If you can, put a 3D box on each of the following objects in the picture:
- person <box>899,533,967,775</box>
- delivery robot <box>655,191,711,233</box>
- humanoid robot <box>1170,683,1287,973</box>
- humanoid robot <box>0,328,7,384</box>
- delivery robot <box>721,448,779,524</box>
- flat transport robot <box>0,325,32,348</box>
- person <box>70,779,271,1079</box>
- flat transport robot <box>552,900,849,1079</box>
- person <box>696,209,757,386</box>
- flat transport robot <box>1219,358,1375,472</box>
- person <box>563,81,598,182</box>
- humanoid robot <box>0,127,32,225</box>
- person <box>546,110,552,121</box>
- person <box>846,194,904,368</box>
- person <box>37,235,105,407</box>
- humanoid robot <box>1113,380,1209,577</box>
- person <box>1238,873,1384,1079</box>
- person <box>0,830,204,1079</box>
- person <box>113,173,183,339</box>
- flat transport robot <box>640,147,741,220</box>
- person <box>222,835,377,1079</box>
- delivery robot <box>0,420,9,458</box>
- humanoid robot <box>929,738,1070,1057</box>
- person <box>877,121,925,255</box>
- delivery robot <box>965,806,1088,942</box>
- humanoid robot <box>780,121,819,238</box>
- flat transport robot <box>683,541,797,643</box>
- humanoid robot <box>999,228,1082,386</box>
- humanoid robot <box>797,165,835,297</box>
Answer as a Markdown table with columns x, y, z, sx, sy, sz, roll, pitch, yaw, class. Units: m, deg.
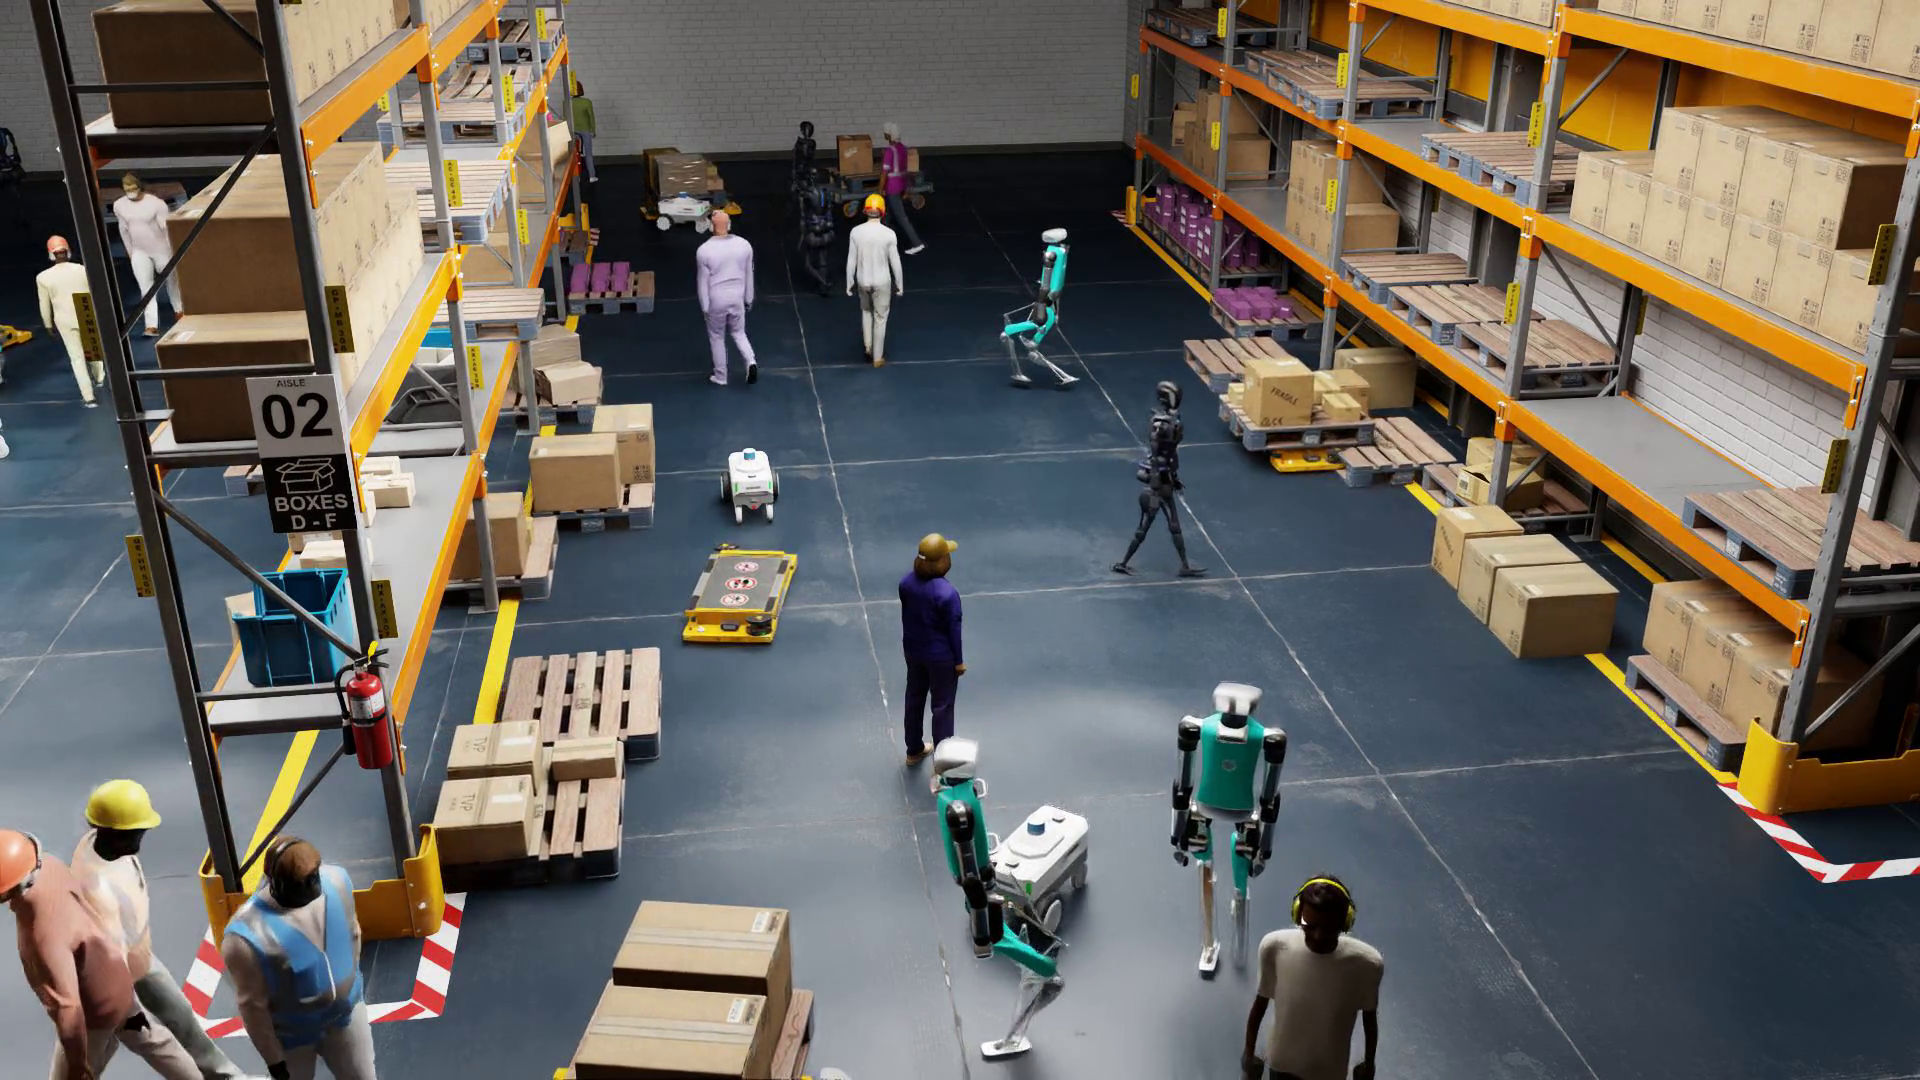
| x | y | z | sx | sy | sz | roll | pitch | yaw | class |
| --- | --- | --- | --- | --- | --- | --- | --- | --- | --- |
| -0.157 | 0.707 | 10.378 | 0.463 | 1.623 | 0.335 | 19 | 30 | 37 | person |
| -4.016 | -4.763 | 24.162 | 0.787 | 0.587 | 0.499 | 4 | 24 | 10 | delivery robot |
| 1.363 | 1.481 | 8.548 | 0.537 | 1.859 | 0.702 | 5 | 24 | 12 | humanoid robot |
| -10.141 | -2.318 | 17.139 | 0.532 | 1.766 | 0.837 | 2 | 24 | 3 | humanoid robot |
| -1.821 | -0.506 | 14.476 | 0.499 | 0.595 | 0.792 | -4 | 24 | -10 | delivery robot |
| -11.170 | -2.153 | 18.584 | 0.659 | 0.231 | 1.431 | 5 | 24 | 11 | flat transport robot |
| -3.757 | 1.877 | 7.437 | 1.006 | 1.847 | 0.644 | -6 | 24 | -13 | person |
| -1.251 | 2.670 | 7.596 | 1.431 | 0.231 | 0.659 | 2 | 24 | 5 | flat transport robot |
| -2.431 | -2.496 | 17.360 | 0.641 | 1.887 | 0.615 | -15 | 28 | -30 | person |
| 3.155 | -0.988 | 15.929 | 0.659 | 0.231 | 1.431 | -3 | 24 | -7 | flat transport robot |
| -6.194 | -6.663 | 27.153 | 0.499 | 1.635 | 0.289 | -1 | 24 | -3 | person |
| -13.923 | -5.421 | 24.264 | 0.351 | 1.645 | 0.613 | 9 | 25 | 19 | humanoid robot |
| -6.405 | -5.817 | 24.972 | 0.626 | 1.846 | 0.429 | -2 | 24 | -5 | person |
| -0.918 | -2.830 | 18.124 | 0.618 | 1.874 | 0.552 | 4 | 24 | 10 | person |
| -9.095 | -2.273 | 17.078 | 0.599 | 1.698 | 0.929 | -15 | 28 | -31 | person |
| 1.581 | -0.453 | 13.017 | 0.757 | 1.628 | 0.601 | 11 | 26 | 23 | humanoid robot |
| 1.405 | 2.178 | 6.737 | 0.552 | 1.858 | 0.400 | 8 | 25 | 17 | person |
| -3.746 | 1.992 | 7.098 | 0.891 | 1.914 | 0.677 | -9 | 25 | -20 | person |
| -9.372 | -3.324 | 19.273 | 0.657 | 1.880 | 1.062 | -2 | 24 | -5 | person |
| -4.075 | -5.030 | 25.138 | 1.431 | 0.231 | 0.659 | -8 | 25 | -17 | flat transport robot |
| -2.841 | 2.018 | 7.202 | 0.893 | 1.801 | 0.626 | 20 | 31 | 38 | person |
| -9.390 | -0.993 | 15.578 | 0.782 | 0.589 | 0.499 | -16 | 28 | -32 | delivery robot |
| 0.243 | 1.780 | 7.923 | 0.779 | 1.854 | 0.531 | -2 | 24 | -5 | humanoid robot |
| -0.878 | -4.803 | 22.710 | 0.938 | 1.804 | 0.524 | 10 | 25 | 21 | person |
| 0.413 | 1.799 | 9.212 | 0.499 | 0.585 | 0.784 | 14 | 27 | 29 | delivery robot |
| -2.301 | -5.146 | 23.702 | 0.483 | 1.646 | 0.594 | 13 | 27 | 27 | humanoid robot |
| -1.671 | 0.396 | 12.776 | 0.659 | 0.231 | 1.431 | 1 | 24 | 2 | flat transport robot |
| 0.786 | -2.382 | 17.265 | 1.014 | 1.729 | 0.548 | 10 | 25 | 21 | humanoid robot |
| -1.719 | -3.822 | 20.623 | 0.456 | 1.645 | 0.587 | 19 | 30 | 36 | humanoid robot |
